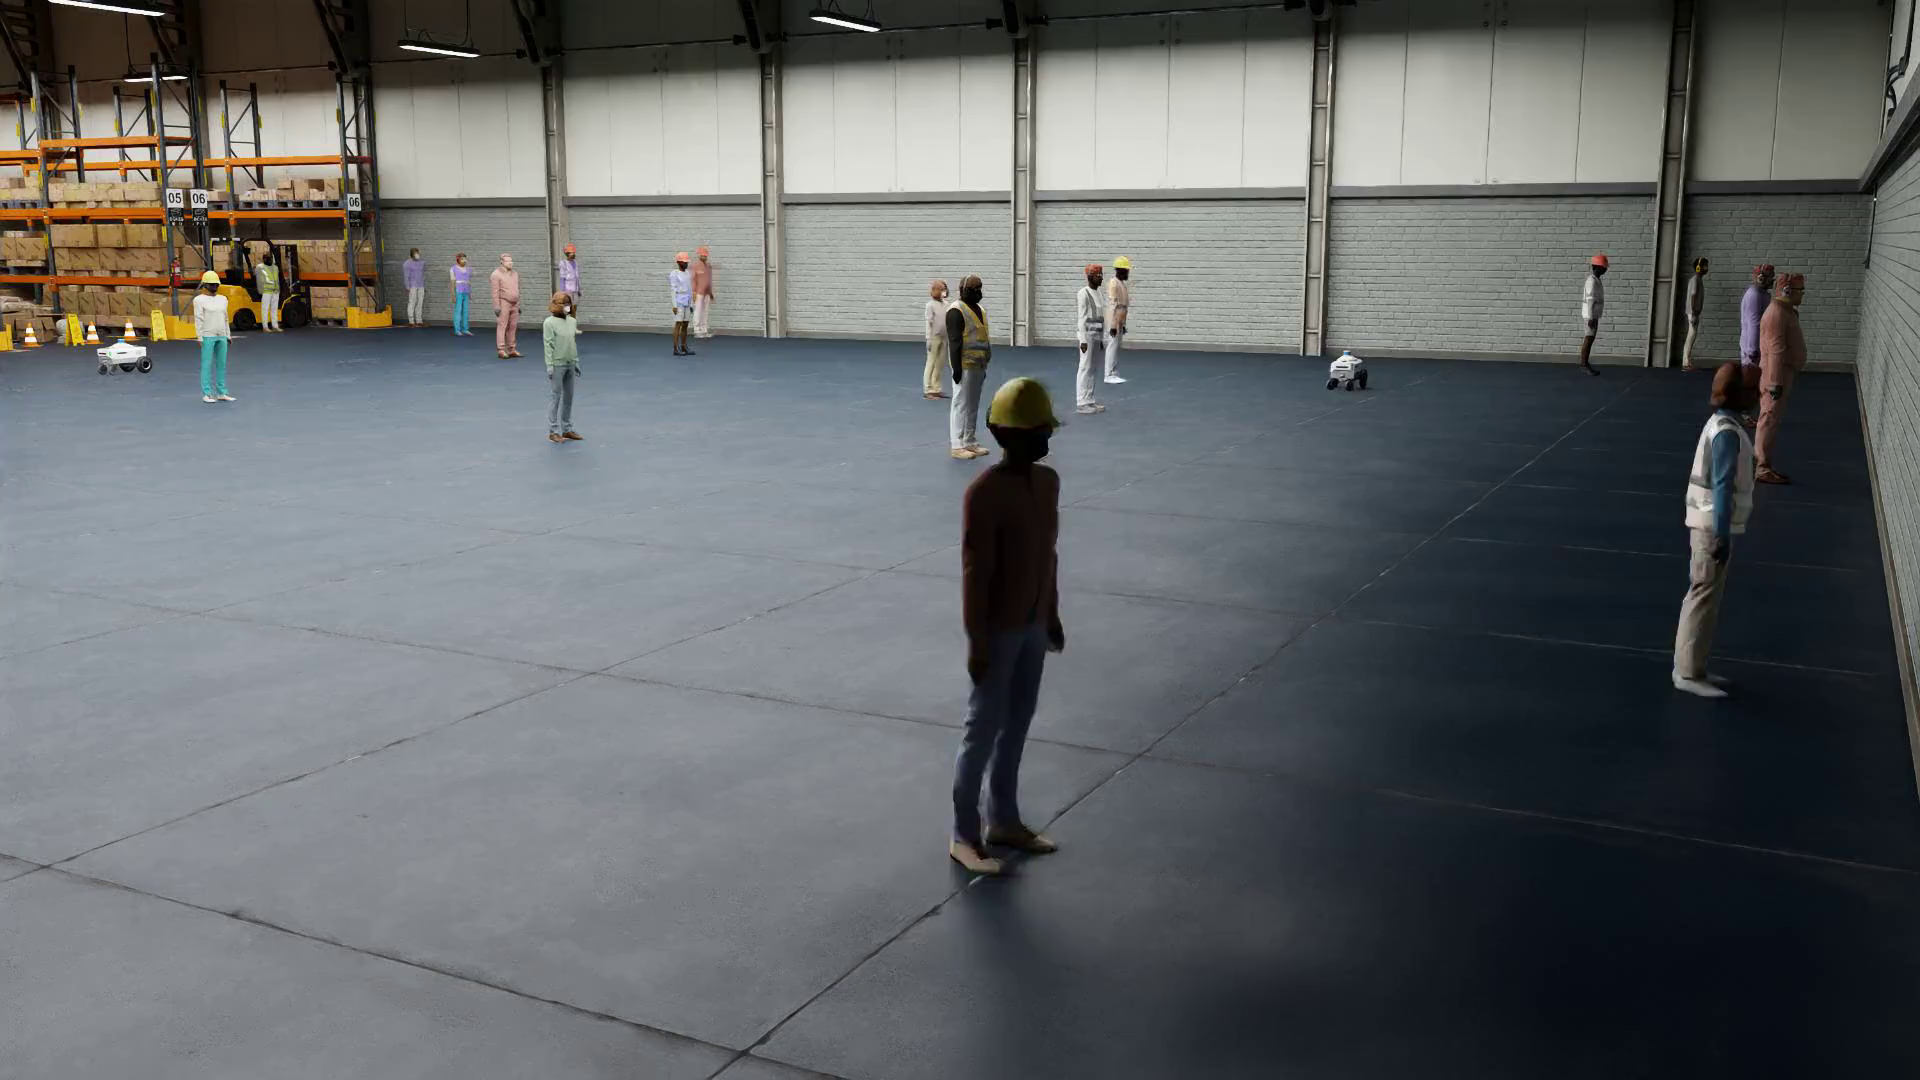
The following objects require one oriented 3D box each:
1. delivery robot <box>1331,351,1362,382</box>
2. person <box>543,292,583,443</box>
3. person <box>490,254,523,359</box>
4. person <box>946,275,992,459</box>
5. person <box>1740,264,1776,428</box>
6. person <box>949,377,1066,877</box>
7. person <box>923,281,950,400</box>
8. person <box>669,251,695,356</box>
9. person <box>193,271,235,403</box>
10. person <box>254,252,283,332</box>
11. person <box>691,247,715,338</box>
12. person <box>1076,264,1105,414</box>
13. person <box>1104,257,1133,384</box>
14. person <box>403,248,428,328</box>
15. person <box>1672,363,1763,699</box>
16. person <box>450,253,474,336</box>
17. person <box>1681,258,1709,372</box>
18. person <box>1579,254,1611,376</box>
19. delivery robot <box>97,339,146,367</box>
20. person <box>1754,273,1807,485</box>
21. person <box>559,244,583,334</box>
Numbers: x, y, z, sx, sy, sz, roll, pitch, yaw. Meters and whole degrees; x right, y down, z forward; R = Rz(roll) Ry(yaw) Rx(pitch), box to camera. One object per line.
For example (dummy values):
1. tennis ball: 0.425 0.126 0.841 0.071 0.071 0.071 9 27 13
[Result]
1. delivery robot: 5.644 -2.518 24.275 0.477 0.478 0.707 4 11 23
2. person: -4.331 -1.886 18.142 0.266 1.631 0.507 5 12 27
3. person: -8.269 -4.279 30.448 0.403 1.906 0.651 5 12 27
4. person: 0.101 -1.750 16.834 0.429 1.841 0.633 5 12 27
5. person: 9.365 -2.278 19.533 0.403 1.906 0.651 5 12 27
6. person: 0.184 0.304 5.893 0.394 1.754 0.549 7 13 35
7. person: -0.307 -2.739 22.842 0.341 1.620 0.528 7 13 35
8. person: -5.173 -4.417 31.114 0.373 1.934 0.551 5 12 27
9. person: -10.036 -2.733 22.400 0.325 1.767 0.533 5 12 27
10. person: -16.027 -5.744 38.618 0.429 1.839 0.633 5 12 27
11. person: -5.642 -5.428 36.535 0.457 1.979 0.646 7 13 35
12. person: 1.662 -2.550 21.076 0.337 1.882 0.584 5 12 27
13. person: 2.401 -3.334 25.297 0.452 1.915 0.629 3 11 18
14. person: -13.247 -6.134 40.471 0.352 1.937 0.635 5 12 27
15. person: 3.717 -0.048 8.154 0.316 1.626 0.541 4 11 20
16. person: -11.120 -5.461 37.066 0.373 1.840 0.570 5 12 27
17. person: 12.176 -3.726 27.531 0.310 1.868 0.533 5 12 27
18. person: 10.160 -3.590 26.611 0.378 1.932 0.551 5 12 27
19. delivery robot: -13.607 -3.018 27.002 0.477 0.478 0.707 5 12 27
20. person: 7.458 -1.467 15.118 0.403 1.904 0.651 5 12 27
21. person: -8.764 -5.653 37.567 0.390 2.040 0.614 5 12 27
